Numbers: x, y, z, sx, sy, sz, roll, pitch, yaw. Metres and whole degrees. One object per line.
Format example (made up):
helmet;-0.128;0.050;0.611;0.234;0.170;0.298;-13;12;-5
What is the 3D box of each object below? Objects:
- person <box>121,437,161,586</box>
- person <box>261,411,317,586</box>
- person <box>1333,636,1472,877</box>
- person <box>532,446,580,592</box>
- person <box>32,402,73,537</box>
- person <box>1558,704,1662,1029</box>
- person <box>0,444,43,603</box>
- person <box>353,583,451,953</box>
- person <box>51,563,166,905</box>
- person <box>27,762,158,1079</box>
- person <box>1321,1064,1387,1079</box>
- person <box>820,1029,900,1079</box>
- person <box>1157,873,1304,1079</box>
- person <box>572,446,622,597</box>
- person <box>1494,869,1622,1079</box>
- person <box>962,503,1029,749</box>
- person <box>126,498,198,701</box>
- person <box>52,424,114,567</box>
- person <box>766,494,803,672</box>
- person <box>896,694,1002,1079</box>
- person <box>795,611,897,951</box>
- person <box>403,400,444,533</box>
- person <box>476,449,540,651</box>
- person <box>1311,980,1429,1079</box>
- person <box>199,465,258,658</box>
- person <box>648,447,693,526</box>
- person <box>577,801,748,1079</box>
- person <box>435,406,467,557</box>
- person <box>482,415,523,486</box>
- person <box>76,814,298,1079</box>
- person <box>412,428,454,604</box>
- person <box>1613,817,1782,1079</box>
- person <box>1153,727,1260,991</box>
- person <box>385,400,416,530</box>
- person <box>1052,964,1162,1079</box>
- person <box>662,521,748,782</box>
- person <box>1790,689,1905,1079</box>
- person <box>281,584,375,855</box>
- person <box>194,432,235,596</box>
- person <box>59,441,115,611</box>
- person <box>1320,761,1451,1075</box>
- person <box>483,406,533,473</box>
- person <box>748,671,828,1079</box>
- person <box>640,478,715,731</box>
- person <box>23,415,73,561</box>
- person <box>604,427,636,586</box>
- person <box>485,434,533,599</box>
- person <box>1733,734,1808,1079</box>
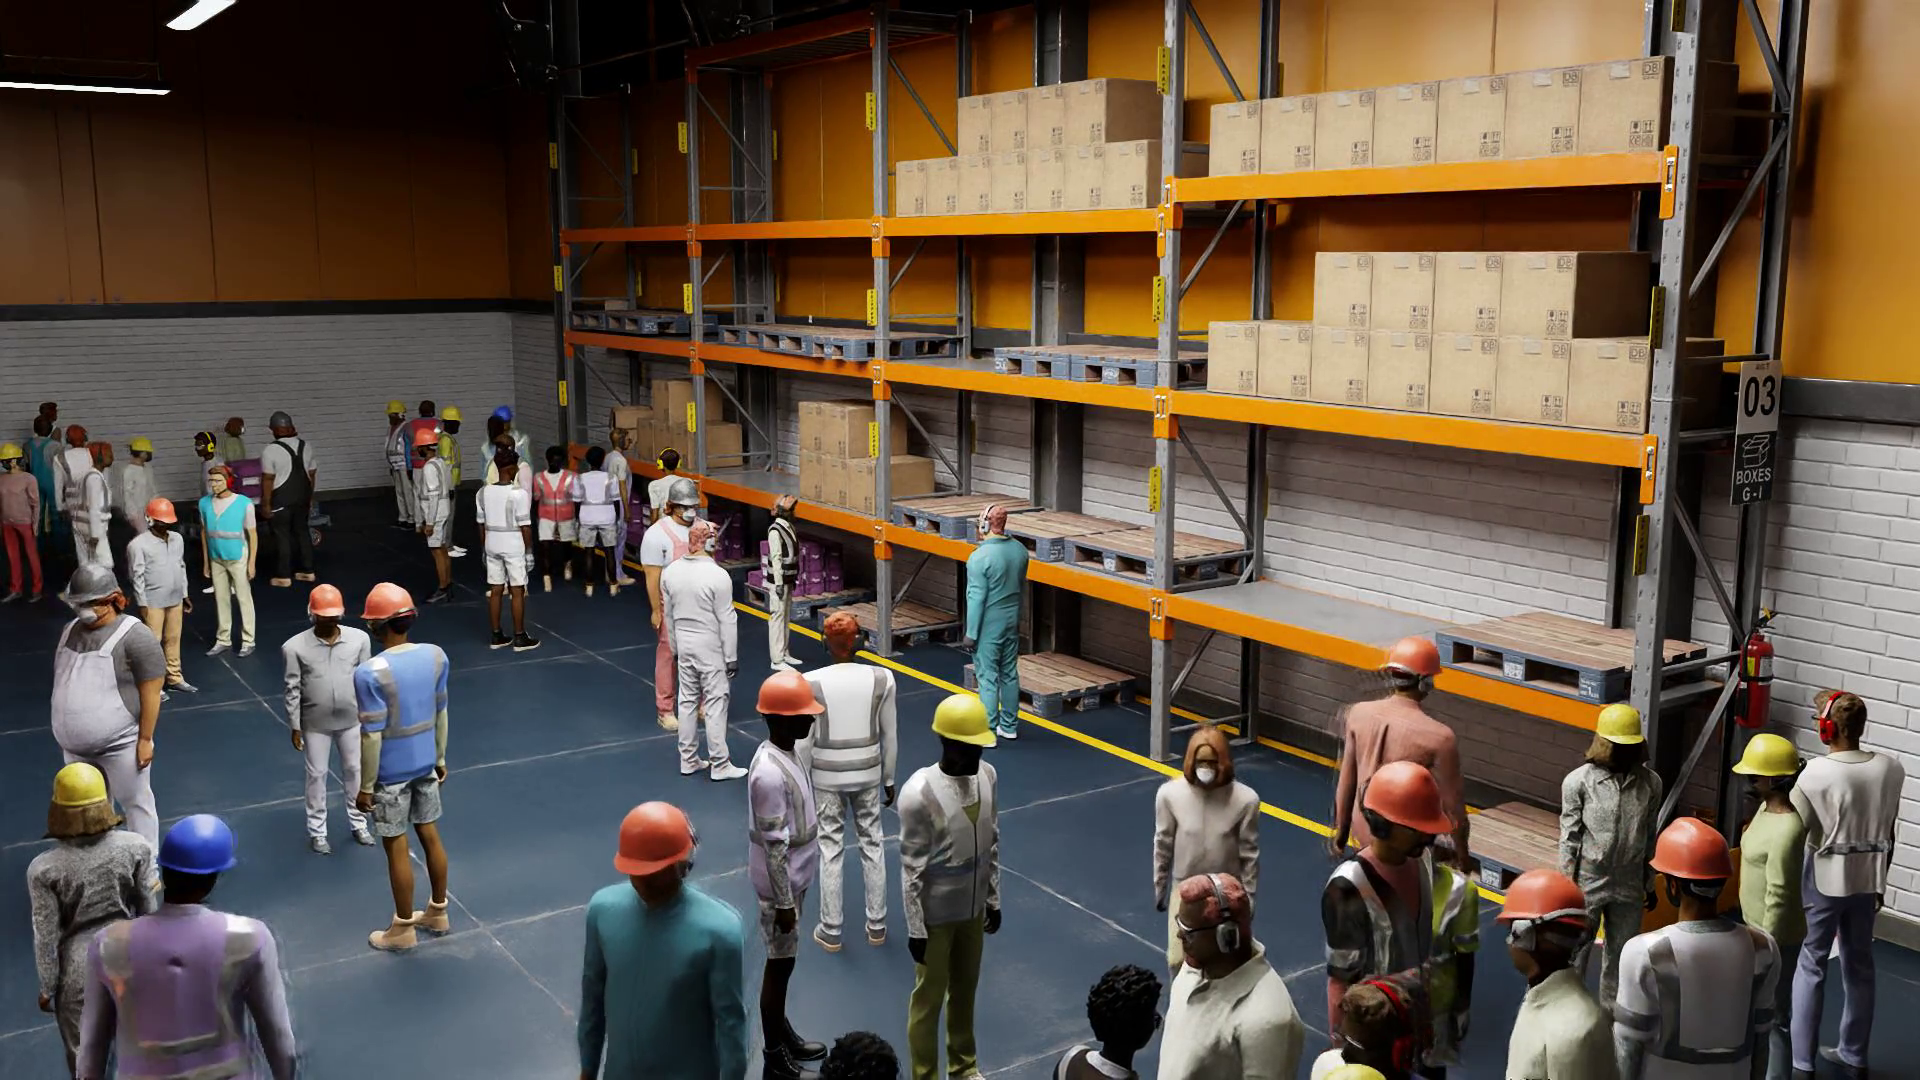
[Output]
person;-9.304;-0.312;19.115;0.767;1.738;0.543;1;10;4
person;-7.837;-0.496;19.327;0.535;2.000;0.683;5;11;28
person;2.265;1.432;8.231;0.928;1.954;0.662;-7;12;-35
person;-4.638;-0.272;19.094;0.544;1.666;0.646;-3;10;-15
person;-12.361;-0.948;22.593;0.565;1.840;0.395;6;12;33
person;3.046;1.614;7.810;0.493;1.746;0.283;-1;10;-8
person;-10.364;-0.181;18.288;0.523;1.769;0.313;1;10;8
person;-3.080;1.240;9.135;0.382;2.040;0.616;5;11;27
person;-5.042;1.132;9.772;0.683;2.000;0.538;2;10;14
person;-3.576;1.771;6.901;0.324;1.740;0.492;9;13;41
person;0.994;2.202;4.387;0.321;1.737;0.484;-1;10;-3
person;-0.260;2.191;4.599;0.563;1.674;0.397;-3;10;-17
person;0.812;1.971;5.285;0.402;1.896;0.653;-3;10;-16
person;-4.054;-0.205;18.629;0.540;1.695;0.317;-1;10;-7
person;1.806;1.985;5.064;0.397;1.945;0.644;1;10;8
person;0.246;0.663;12.923;0.407;1.908;0.642;8;12;38
person;-6.866;0.500;14.352;0.335;1.743;0.561;3;10;20
person;-10.223;-0.420;19.395;0.605;1.863;0.442;-5;11;-29
person;-1.629;0.388;15.319;0.308;1.640;0.511;1;10;7
person;-0.020;1.607;7.338;0.396;1.921;0.585;9;13;41
person;-0.627;1.321;9.128;0.574;1.881;0.358;-3;10;-15
person;-7.339;-1.013;22.997;0.631;1.835;0.432;0;10;-1
person;-4.377;0.092;16.097;0.614;1.963;0.362;4;11;24
person;1.259;2.100;4.827;0.955;1.798;0.568;-6;11;-30
person;-6.940;0.196;15.833;0.564;1.847;0.395;2;10;12
person;-2.953;-0.017;17.019;0.521;1.873;0.335;-6;11;-32
person;-1.032;1.845;5.756;0.641;1.974;0.504;3;10;17
person;-6.468;-0.745;21.154;0.390;1.918;0.588;-3;10;-17
person;-5.561;-0.587;20.308;0.617;1.929;0.419;5;11;27
person;-2.650;1.892;5.731;0.701;1.909;0.442;-4;10;-20
person;-5.801;-0.264;18.274;0.368;1.933;0.552;-1;10;-6
person;2.457;1.890;5.666;0.543;1.929;0.385;-1;10;-3
person;1.163;1.668;7.870;0.498;1.619;0.367;2;10;9
person;-7.800;-1.049;23.217;0.403;1.825;0.594;-9;13;-44
person;0.465;2.111;5.057;0.320;1.694;0.535;-5;11;-26
person;-1.847;0.805;12.105;0.639;1.903;0.409;6;12;33
person;4.021;1.600;7.626;0.563;1.837;0.389;-1;10;-9
person;-4.009;1.133;10.634;0.566;1.744;0.350;-6;12;-34
person;-8.379;-0.295;18.701;0.506;1.861;0.329;9;13;43
person;-9.226;-0.116;17.639;0.569;1.864;0.586;-6;11;-30
person;1.553;1.776;6.045;0.410;2.030;0.611;9;13;44
person;-5.716;-0.735;21.050;0.624;1.924;0.459;-1;10;-4
person;-0.786;1.546;7.647;0.358;1.938;0.546;0;10;-2
person;-2.200;0.504;13.462;0.536;2.000;0.688;8;13;40
person;-11.420;-0.643;20.809;0.503;1.837;0.350;0;10;0
person;-3.960;-0.389;19.318;0.336;1.838;0.511;-6;11;-30
person;-5.056;-0.263;18.542;0.627;1.847;0.429;5;11;25
person;3.500;1.703;7.252;0.341;1.760;0.525;3;10;19
